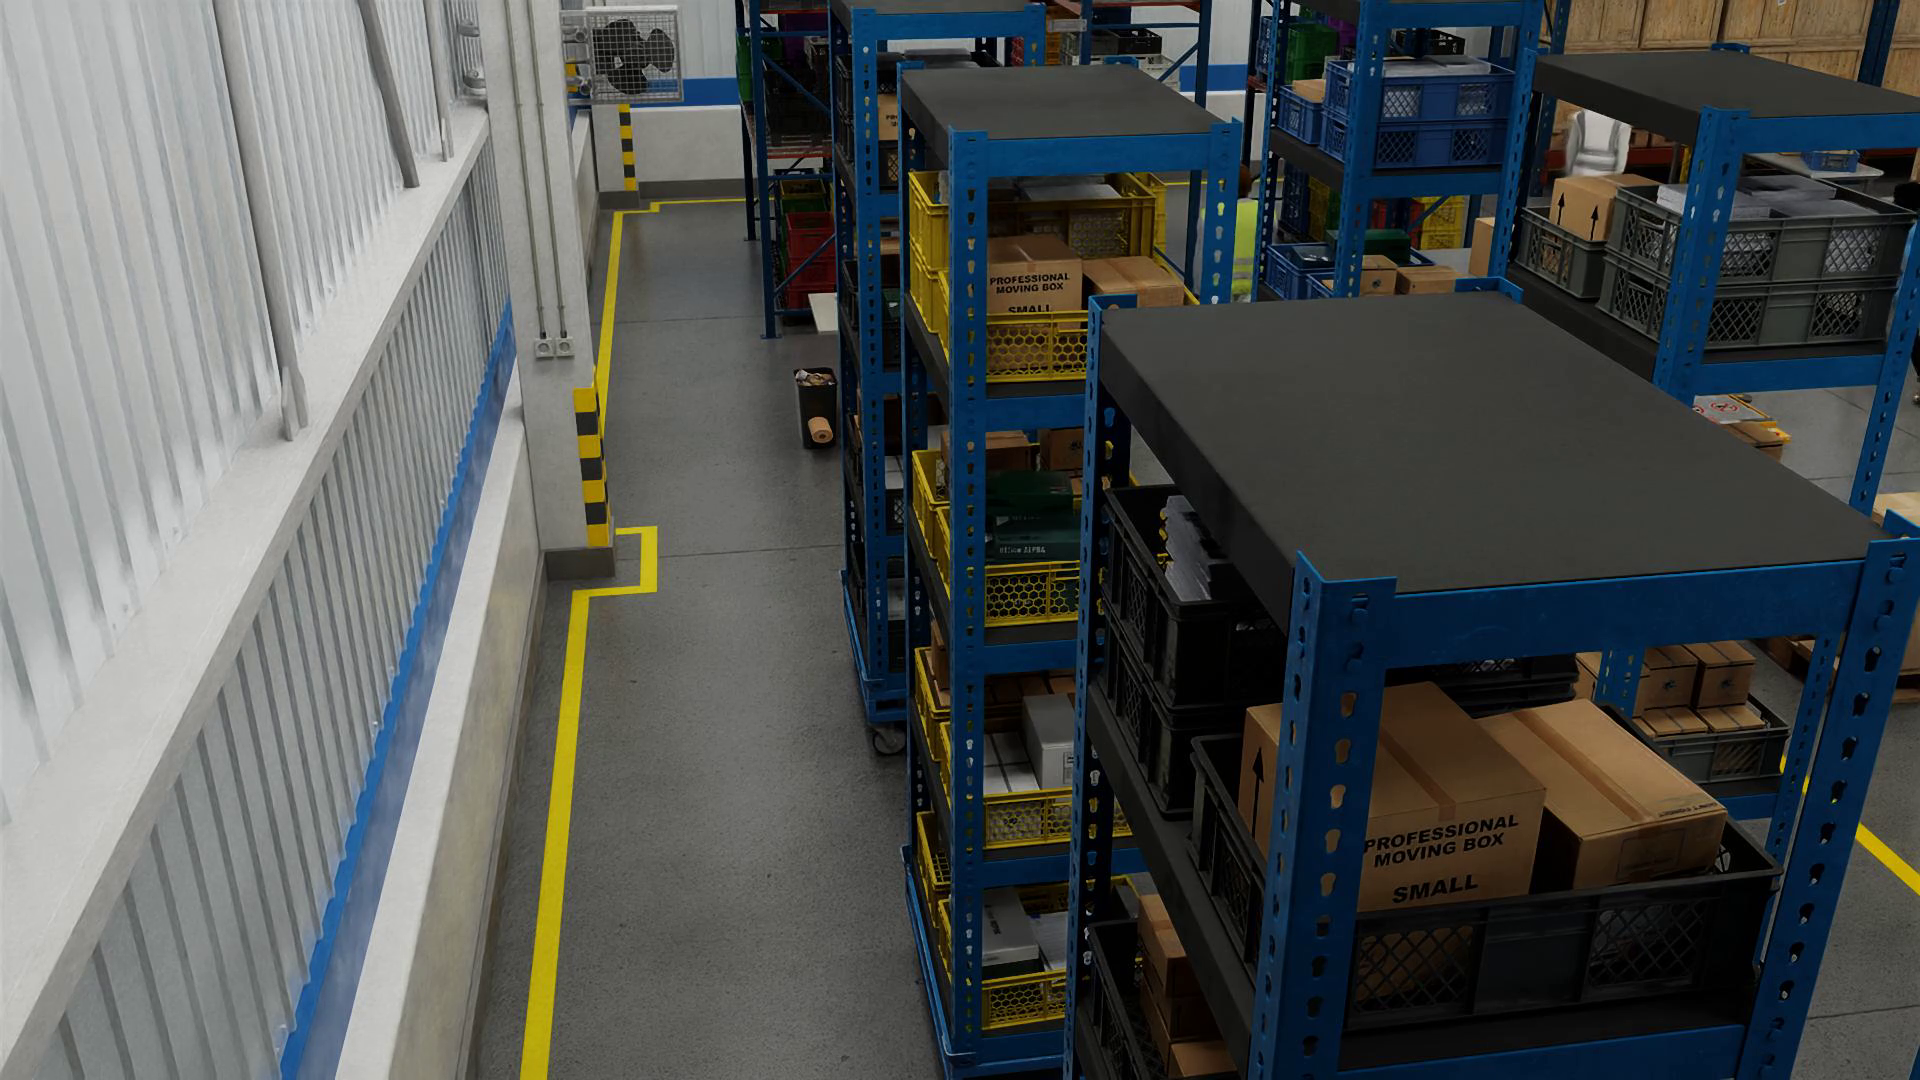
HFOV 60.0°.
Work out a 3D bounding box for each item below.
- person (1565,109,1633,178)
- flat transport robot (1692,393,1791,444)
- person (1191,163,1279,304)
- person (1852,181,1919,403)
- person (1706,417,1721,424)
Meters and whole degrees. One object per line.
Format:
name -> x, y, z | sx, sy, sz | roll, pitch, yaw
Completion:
person -> 6.131, -3.526, 16.092 | 0.587, 1.819, 1.034 | 14, 28, 28
flat transport robot -> 5.224, -0.859, 12.132 | 1.431, 0.197, 0.652 | -4, 25, -8
person -> 2.057, -1.920, 12.583 | 0.652, 1.838, 0.428 | -3, 25, -7
person -> 7.241, -1.912, 12.789 | 0.530, 1.647, 0.944 | -2, 25, -4
person -> 3.401, -0.004, 8.232 | 0.609, 1.991, 0.384 | -10, 27, -21
